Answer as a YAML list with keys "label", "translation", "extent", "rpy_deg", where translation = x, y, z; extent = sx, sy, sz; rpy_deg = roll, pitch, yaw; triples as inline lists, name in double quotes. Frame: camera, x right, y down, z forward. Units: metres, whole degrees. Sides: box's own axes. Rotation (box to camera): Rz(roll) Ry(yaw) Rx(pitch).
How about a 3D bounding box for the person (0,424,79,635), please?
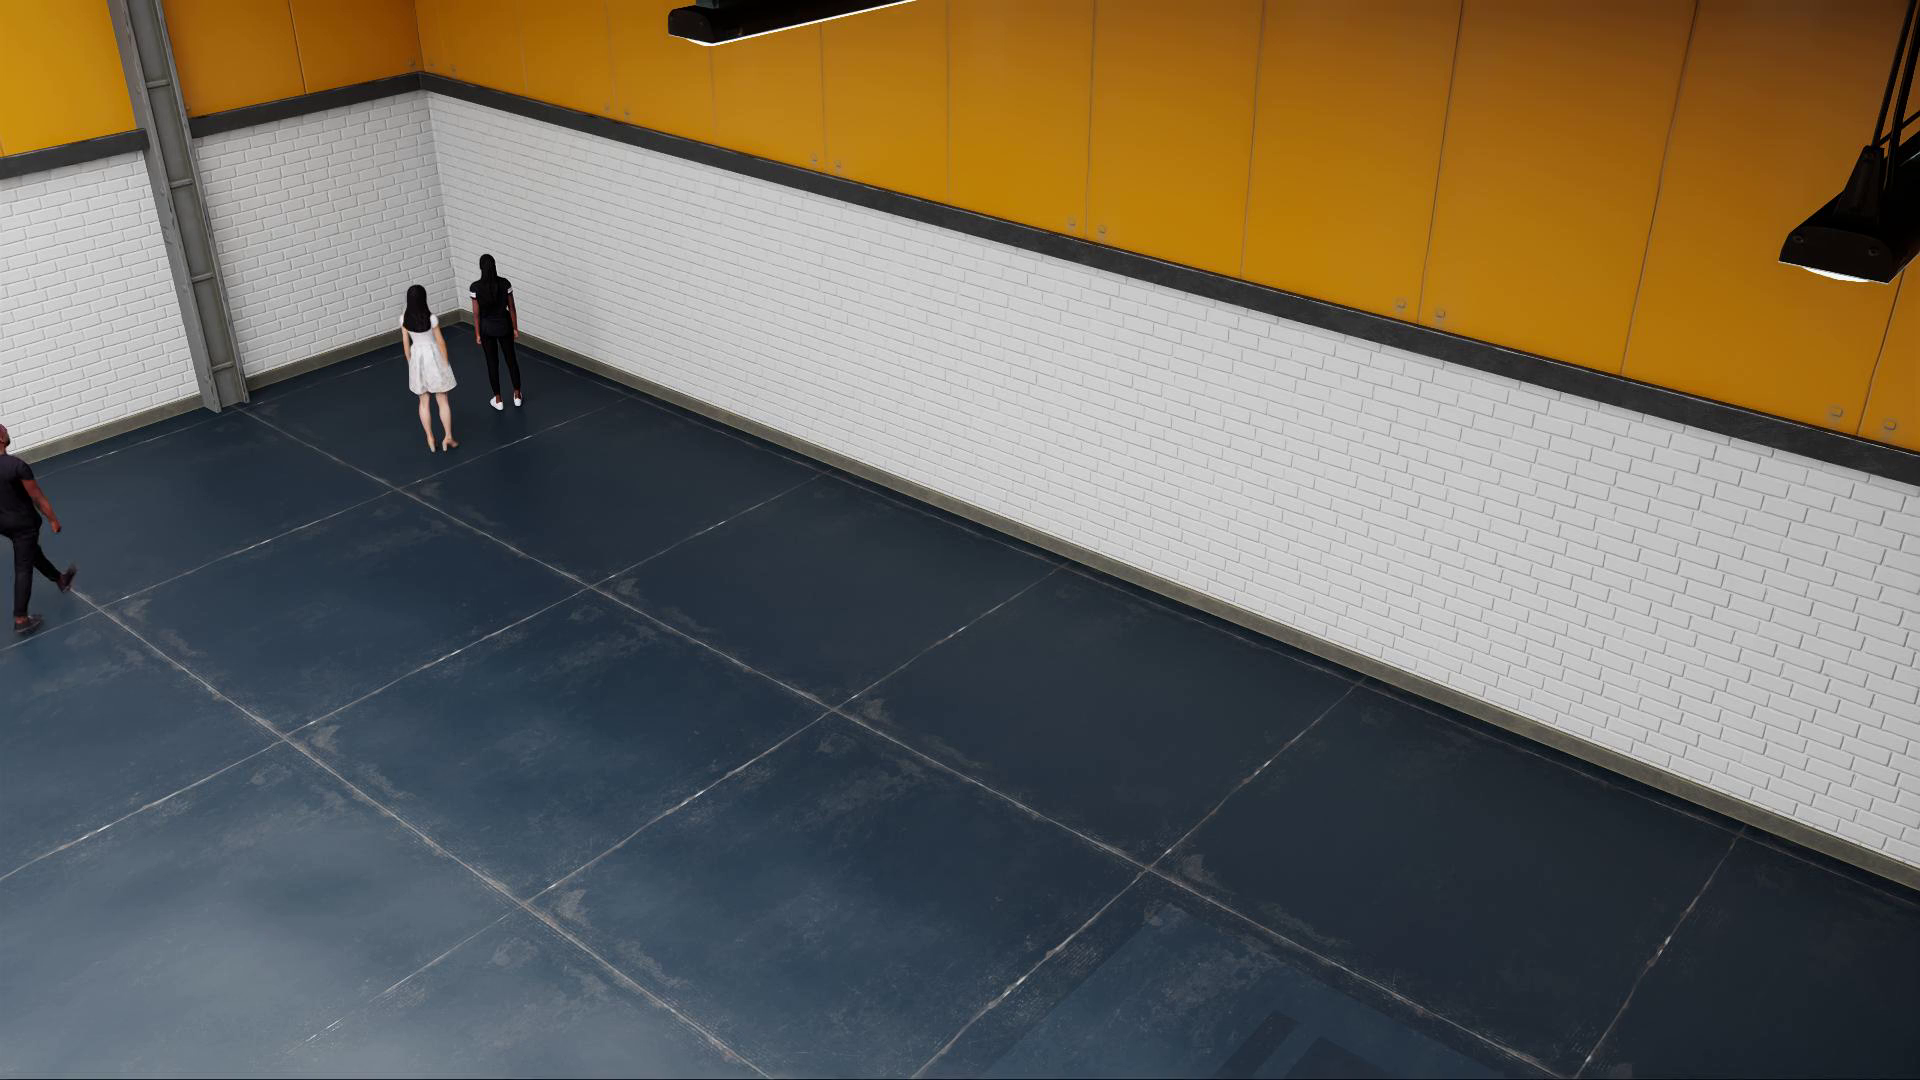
- label: "person"
  translation: [-7.919, -0.066, 13.875]
  extent: [1.062, 1.771, 1.281]
  rpy_deg: [5, 29, 9]

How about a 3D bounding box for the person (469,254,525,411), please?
- label: "person"
  translation: [-5.001, -2.258, 17.937]
  extent: [0.636, 1.729, 0.760]
  rpy_deg: [-13, 31, -23]

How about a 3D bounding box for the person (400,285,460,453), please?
- label: "person"
  translation: [-5.421, -1.752, 16.964]
  extent: [0.775, 1.773, 0.820]
  rpy_deg: [1, 29, 2]
